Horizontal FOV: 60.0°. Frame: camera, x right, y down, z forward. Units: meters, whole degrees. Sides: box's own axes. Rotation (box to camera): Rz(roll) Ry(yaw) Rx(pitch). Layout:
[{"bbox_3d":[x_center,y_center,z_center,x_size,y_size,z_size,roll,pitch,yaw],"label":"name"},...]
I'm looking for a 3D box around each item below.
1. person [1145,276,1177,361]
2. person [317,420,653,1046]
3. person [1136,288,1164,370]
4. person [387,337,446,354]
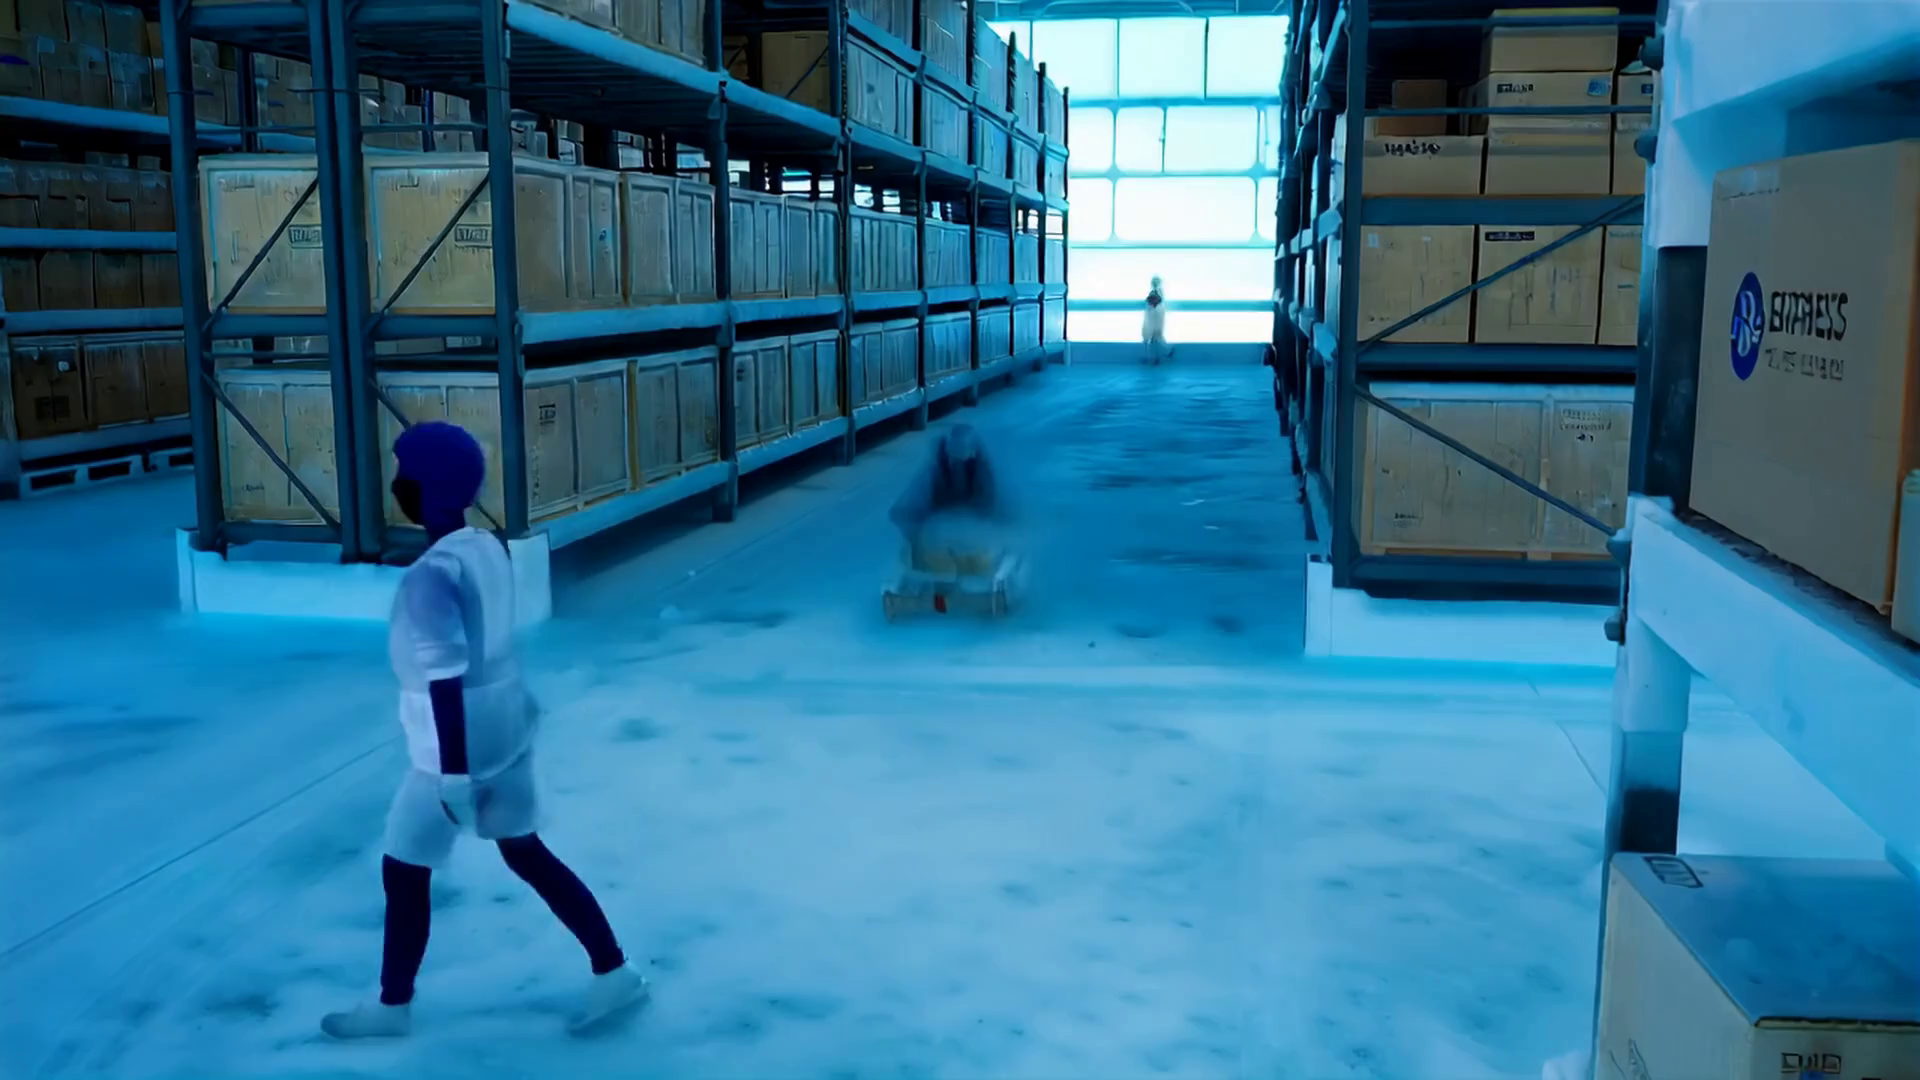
[{"bbox_3d":[4.530,-5.001,37.666,0.676,1.925,0.626,1,9,9],"label":"person"},{"bbox_3d":[-1.227,0.514,4.300,0.863,1.655,0.540,1,9,6],"label":"person"},{"bbox_3d":[3.919,-4.332,34.238,0.521,1.681,0.880,5,10,29],"label":"person"},{"bbox_3d":[-6.072,-1.908,18.590,0.654,1.889,0.713,0,9,2],"label":"person"}]
